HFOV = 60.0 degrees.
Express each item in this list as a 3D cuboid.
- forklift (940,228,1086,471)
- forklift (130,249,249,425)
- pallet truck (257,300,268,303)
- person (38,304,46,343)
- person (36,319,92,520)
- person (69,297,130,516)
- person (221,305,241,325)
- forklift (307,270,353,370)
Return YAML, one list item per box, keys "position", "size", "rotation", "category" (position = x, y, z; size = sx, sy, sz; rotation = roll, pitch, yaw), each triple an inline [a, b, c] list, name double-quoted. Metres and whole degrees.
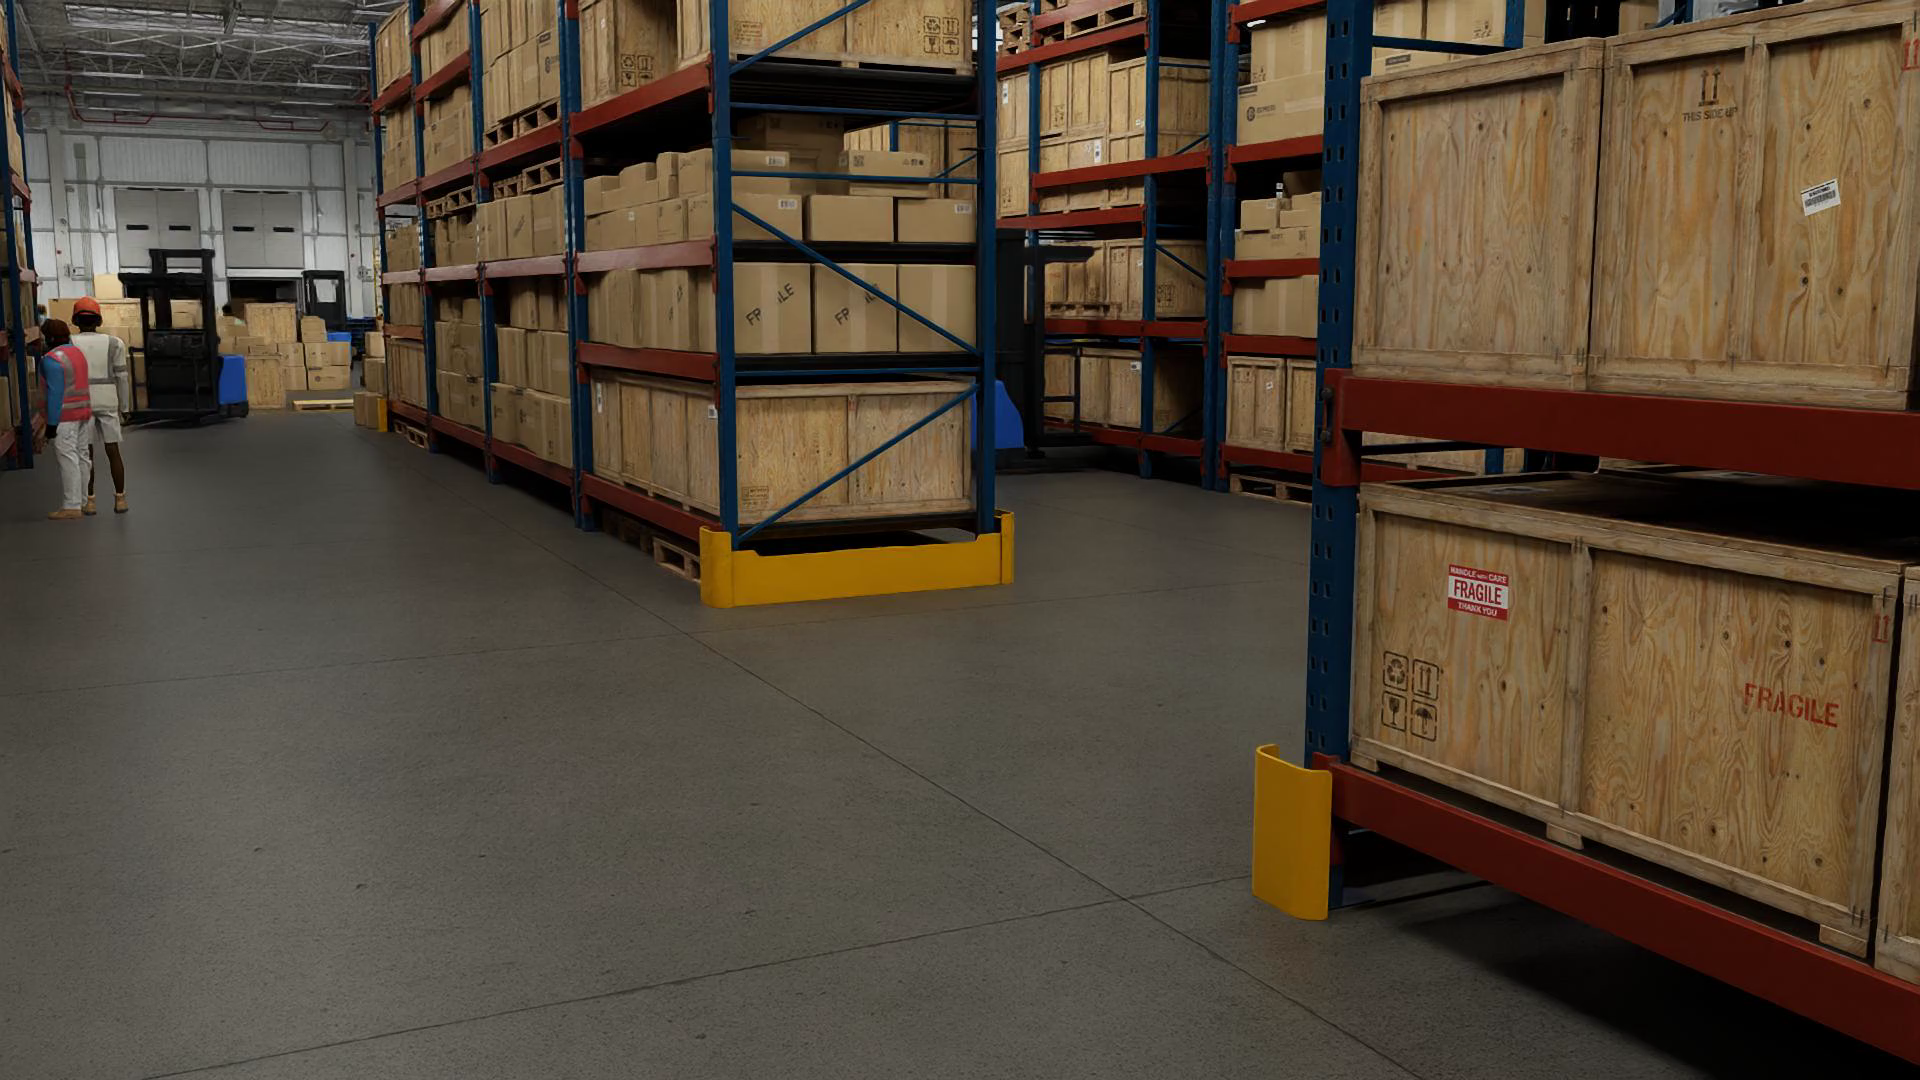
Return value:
- position: [0.392, -2.215, 19.359]
  size: [1.873, 2.768, 1.129]
  rotation: [-4, 9, -26]
  category: "forklift"
- position: [-12.483, -3.307, 26.893]
  size: [1.129, 2.768, 1.873]
  rotation: [0, 8, 2]
  category: "forklift"
- position: [-23.913, -7.404, 58.171]
  size: [1.885, 1.965, 0.823]
  rotation: [-1, 8, -9]
  category: "pallet truck"
- position: [-30.119, -6.777, 54.340]
  size: [0.762, 1.866, 0.599]
  rotation: [0, 8, -3]
  category: "person"
- position: [-8.230, -1.105, 15.284]
  size: [0.430, 1.841, 0.624]
  rotation: [0, 8, -2]
  category: "person"
- position: [-8.123, -1.251, 15.584]
  size: [0.614, 2.041, 0.393]
  rotation: [-6, 10, -37]
  category: "person"
- position: [-16.875, -4.559, 38.940]
  size: [0.674, 1.887, 0.608]
  rotation: [0, 8, 1]
  category: "person"
- position: [-17.807, -6.198, 46.830]
  size: [1.129, 2.768, 1.873]
  rotation: [-4, 9, -26]
  category: "forklift"
